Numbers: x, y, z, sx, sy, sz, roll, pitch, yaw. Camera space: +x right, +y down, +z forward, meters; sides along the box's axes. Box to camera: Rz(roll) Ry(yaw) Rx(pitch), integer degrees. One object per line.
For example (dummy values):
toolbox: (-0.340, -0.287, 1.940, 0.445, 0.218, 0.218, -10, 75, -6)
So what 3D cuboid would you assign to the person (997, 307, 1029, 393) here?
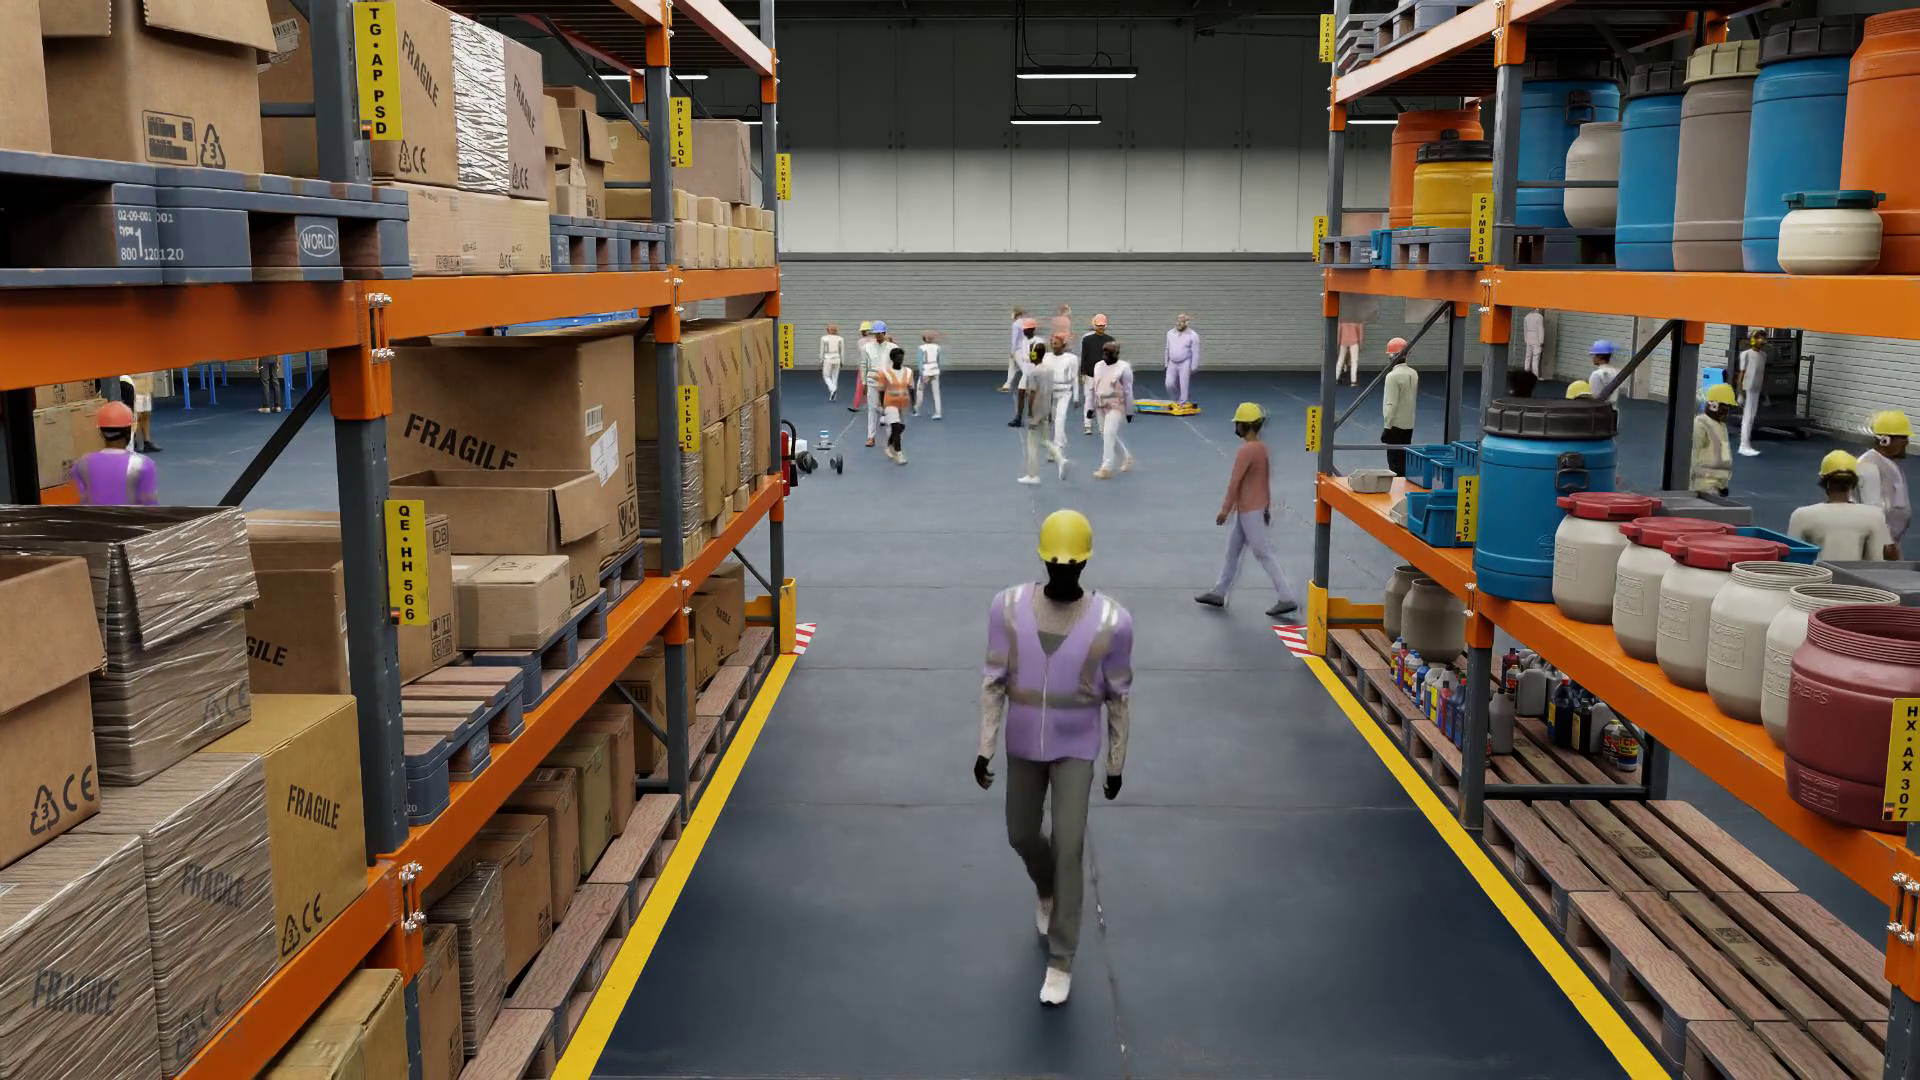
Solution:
person: (1.310, -4.167, 36.466, 1.000, 1.895, 0.642, 3, 10, 17)

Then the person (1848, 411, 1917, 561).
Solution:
person: (6.665, -0.031, 11.989, 0.593, 1.795, 0.804, -8, 13, -41)

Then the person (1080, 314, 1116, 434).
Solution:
person: (2.315, -2.772, 27.784, 0.608, 1.996, 0.379, -2, 10, -11)

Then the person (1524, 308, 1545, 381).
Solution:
person: (13.964, -4.821, 40.345, 0.407, 1.902, 0.639, -3, 10, -20)

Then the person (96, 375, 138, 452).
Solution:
person: (-9.701, -1.252, 19.144, 0.429, 1.844, 0.627, -8, 13, -41)

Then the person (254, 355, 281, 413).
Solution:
person: (-13.223, -3.355, 31.730, 0.345, 1.846, 0.506, 6, 11, 34)

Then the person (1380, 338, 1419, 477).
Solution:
person: (5.017, -1.319, 19.090, 0.391, 1.990, 0.621, 9, 13, 42)

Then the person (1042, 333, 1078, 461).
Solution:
person: (1.448, -2.110, 24.283, 0.589, 1.851, 0.952, 4, 10, 24)

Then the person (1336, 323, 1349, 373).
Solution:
person: (9.935, -5.391, 43.365, 0.608, 2.032, 0.405, 3, 10, 18)

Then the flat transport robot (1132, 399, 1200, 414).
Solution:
flat transport robot: (3.788, -2.547, 31.722, 1.431, 0.197, 0.652, 7, 12, 37)

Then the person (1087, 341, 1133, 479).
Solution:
person: (2.066, -1.762, 22.299, 0.814, 1.815, 0.622, -8, 12, -39)

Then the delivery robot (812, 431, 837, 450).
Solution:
delivery robot: (-1.861, -1.383, 22.843, 0.335, 0.223, 0.698, 0, 10, -3)

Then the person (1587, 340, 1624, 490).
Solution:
person: (7.654, -1.416, 19.832, 0.561, 1.934, 0.634, 9, 13, 42)

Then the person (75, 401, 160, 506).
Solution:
person: (-5.742, 0.020, 11.327, 0.549, 1.920, 0.720, 0, 9, 0)

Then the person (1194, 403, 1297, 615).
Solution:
person: (2.369, -0.257, 13.558, 0.922, 1.720, 0.528, 5, 10, 25)

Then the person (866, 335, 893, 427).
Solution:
person: (-1.343, -2.784, 29.091, 0.528, 1.579, 0.907, 2, 10, 11)

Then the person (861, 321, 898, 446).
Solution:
person: (-1.238, -2.432, 25.888, 0.605, 1.948, 0.391, 1, 10, 4)

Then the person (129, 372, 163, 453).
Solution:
person: (-12.221, -2.230, 24.895, 0.387, 1.894, 0.727, 3, 10, 16)

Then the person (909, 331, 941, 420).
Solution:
person: (-0.612, -3.018, 30.426, 0.527, 1.606, 0.813, -7, 12, -36)

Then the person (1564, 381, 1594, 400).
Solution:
person: (5.413, -0.502, 14.744, 0.684, 1.803, 0.537, -9, 13, -43)

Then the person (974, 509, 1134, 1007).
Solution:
person: (0.391, 0.801, 6.671, 0.606, 1.913, 0.768, 3, 10, 20)

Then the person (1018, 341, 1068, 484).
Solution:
person: (1.070, -1.634, 21.397, 0.661, 1.854, 0.531, 9, 13, 44)

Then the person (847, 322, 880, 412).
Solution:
person: (-1.785, -3.257, 31.508, 0.528, 1.727, 0.882, 5, 11, 28)

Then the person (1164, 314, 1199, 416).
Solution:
person: (4.105, -3.266, 31.041, 0.683, 1.890, 0.435, 5, 11, 29)

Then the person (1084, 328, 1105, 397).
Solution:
person: (2.832, -3.803, 34.808, 0.496, 1.714, 0.798, 5, 11, 27)

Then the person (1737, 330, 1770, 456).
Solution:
person: (11.819, -2.196, 24.737, 0.532, 1.870, 0.392, -5, 11, -28)

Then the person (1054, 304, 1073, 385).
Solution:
person: (2.399, -4.548, 38.719, 0.543, 1.892, 0.667, -4, 10, -24)

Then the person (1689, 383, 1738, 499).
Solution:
person: (6.739, -0.549, 15.147, 0.963, 1.786, 0.591, 7, 12, 38)

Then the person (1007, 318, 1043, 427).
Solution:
person: (1.295, -2.941, 29.127, 0.974, 1.896, 0.561, -7, 12, -37)

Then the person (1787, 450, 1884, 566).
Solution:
person: (5.235, 0.314, 10.087, 0.550, 1.718, 0.882, 1, 10, 7)

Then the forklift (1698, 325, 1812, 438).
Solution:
forklift: (13.248, -3.165, 27.620, 1.129, 2.768, 1.873, 0, 9, 1)

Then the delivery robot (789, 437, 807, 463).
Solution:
delivery robot: (-2.444, -1.253, 22.837, 0.477, 0.478, 0.707, 8, 13, 40)

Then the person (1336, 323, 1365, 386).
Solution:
person: (9.124, -4.586, 38.762, 0.644, 1.965, 0.500, 6, 11, 32)

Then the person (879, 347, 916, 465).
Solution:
person: (-0.927, -1.940, 23.782, 0.539, 1.667, 0.795, -5, 11, -27)

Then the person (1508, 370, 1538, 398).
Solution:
person: (4.761, -0.489, 14.285, 0.765, 1.923, 0.745, -7, 12, -36)

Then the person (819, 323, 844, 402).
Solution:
person: (-2.607, -3.636, 34.057, 0.527, 1.621, 0.506, -4, 10, -25)
